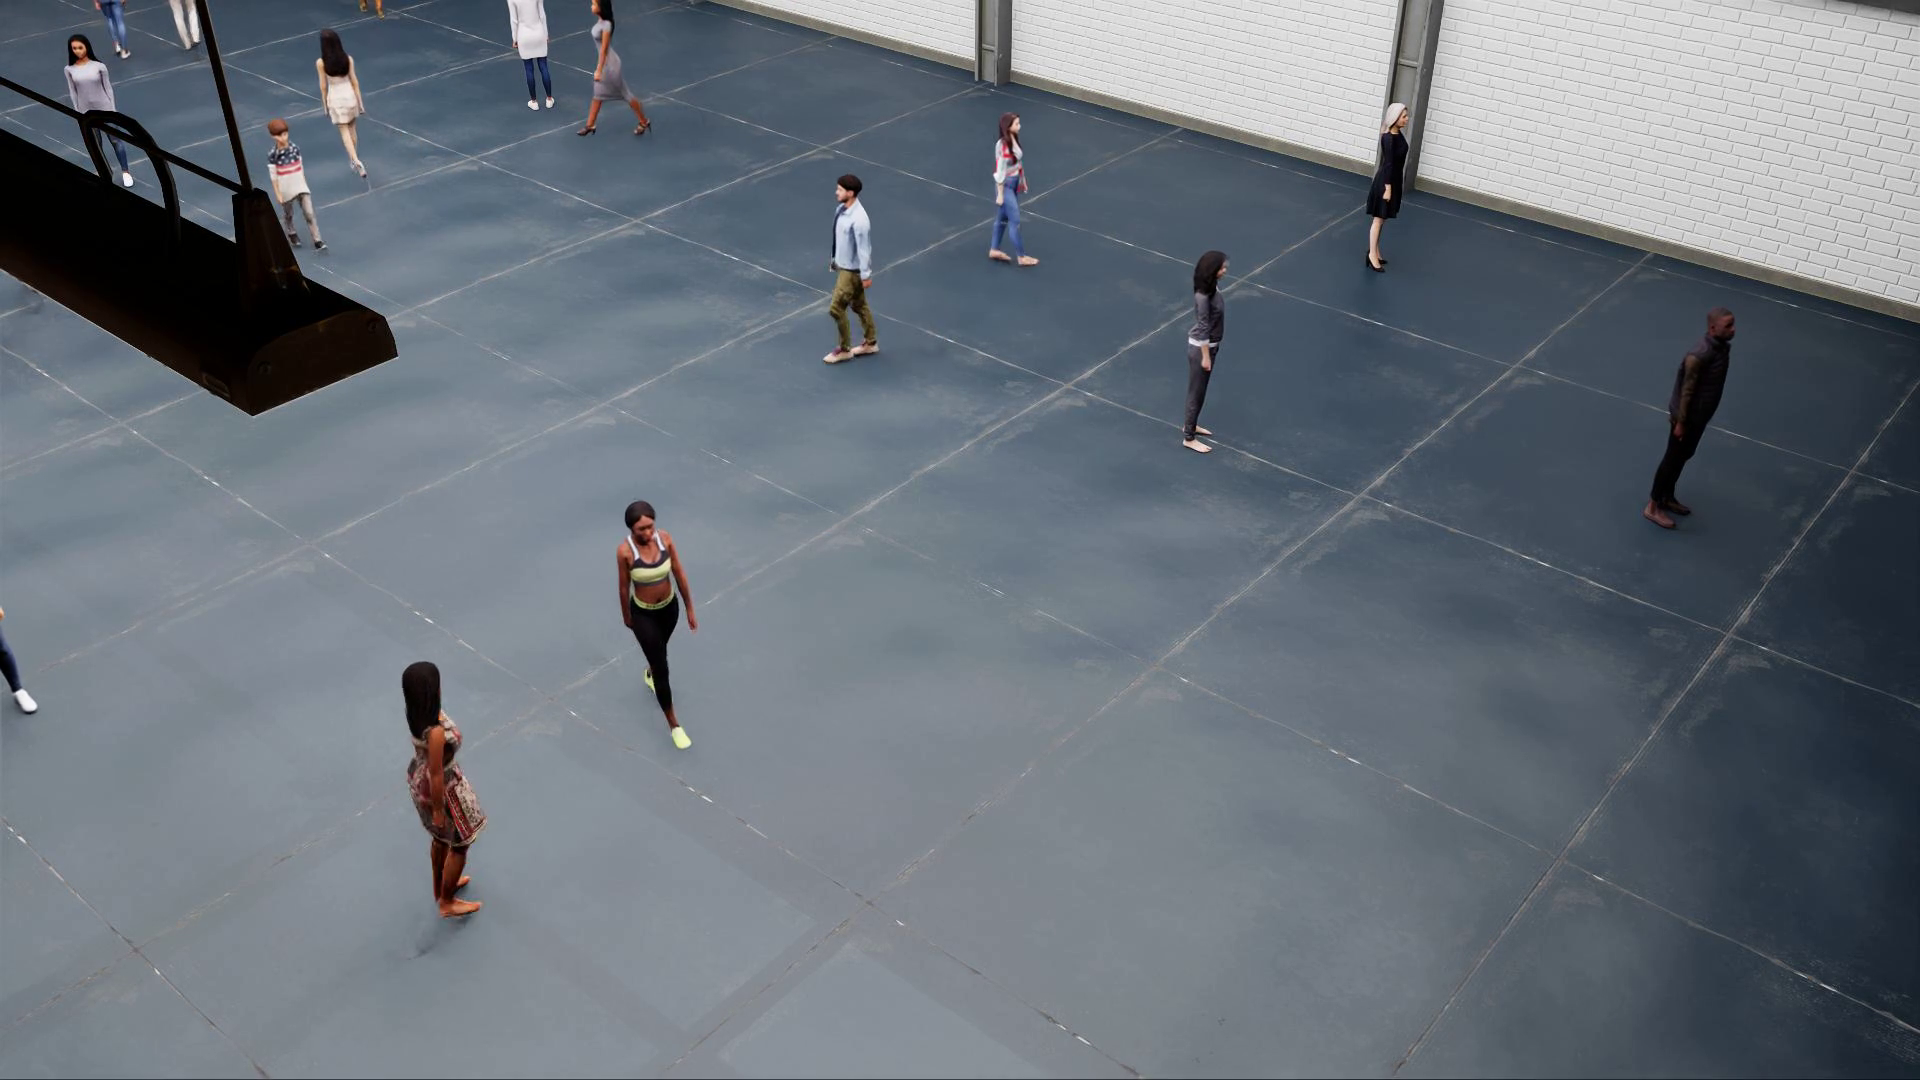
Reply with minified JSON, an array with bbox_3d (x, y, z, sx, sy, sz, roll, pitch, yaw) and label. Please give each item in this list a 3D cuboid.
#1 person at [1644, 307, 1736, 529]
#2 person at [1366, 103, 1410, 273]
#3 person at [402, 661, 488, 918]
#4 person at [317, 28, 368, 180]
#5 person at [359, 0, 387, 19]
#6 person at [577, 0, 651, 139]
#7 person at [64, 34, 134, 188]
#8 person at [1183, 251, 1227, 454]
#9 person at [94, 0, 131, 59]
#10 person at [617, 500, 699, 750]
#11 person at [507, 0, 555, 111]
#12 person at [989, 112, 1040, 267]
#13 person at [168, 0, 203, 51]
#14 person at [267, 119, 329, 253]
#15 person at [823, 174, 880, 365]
[{"bbox_3d":[5.718,-0.980,12.987,0.715,1.836,0.602,-27,42,-35],"label":"person"},{"bbox_3d":[4.382,-3.627,17.050,0.667,1.747,0.669,12,35,17],"label":"person"},{"bbox_3d":[-3.026,1.461,9.522,0.807,1.606,0.655,-12,35,-17],"label":"person"},{"bbox_3d":[-7.043,-4.944,19.062,0.808,1.712,1.076,-18,37,-25],"label":"person"},{"bbox_3d":[-8.856,-8.525,24.697,0.733,1.439,1.030,-18,38,-26],"label":"person"},{"bbox_3d":[-4.144,-5.693,20.180,1.010,1.723,1.147,-13,36,-18],"label":"person"},{"bbox_3d":[-9.833,-4.887,18.953,0.690,1.738,0.711,-9,35,-13],"label":"person"},{"bbox_3d":[2.038,-1.611,14.001,0.674,1.763,0.667,6,34,8],"label":"person"},{"bbox_3d":[-11.747,-7.464,22.956,0.773,1.598,0.853,-9,35,-14],"label":"person"},{"bbox_3d":[-2.033,0.447,10.960,0.805,1.702,1.184,-19,38,-26],"label":"person"},{"bbox_3d":[-5.456,-6.382,21.169,0.688,1.775,0.685,-13,36,-18],"label":"person"},{"bbox_3d":[0.422,-3.641,17.205,0.912,1.598,0.783,12,35,17],"label":"person"},{"bbox_3d":[-10.947,-7.703,23.215,0.726,1.709,0.749,-12,35,-17],"label":"person"},{"bbox_3d":[-7.081,-3.742,17.535,0.637,1.400,0.988,-25,41,-33],"label":"person"},{"bbox_3d":[-0.905,-2.506,15.321,0.961,1.792,0.906,-6,34,-9],"label":"person"}]
